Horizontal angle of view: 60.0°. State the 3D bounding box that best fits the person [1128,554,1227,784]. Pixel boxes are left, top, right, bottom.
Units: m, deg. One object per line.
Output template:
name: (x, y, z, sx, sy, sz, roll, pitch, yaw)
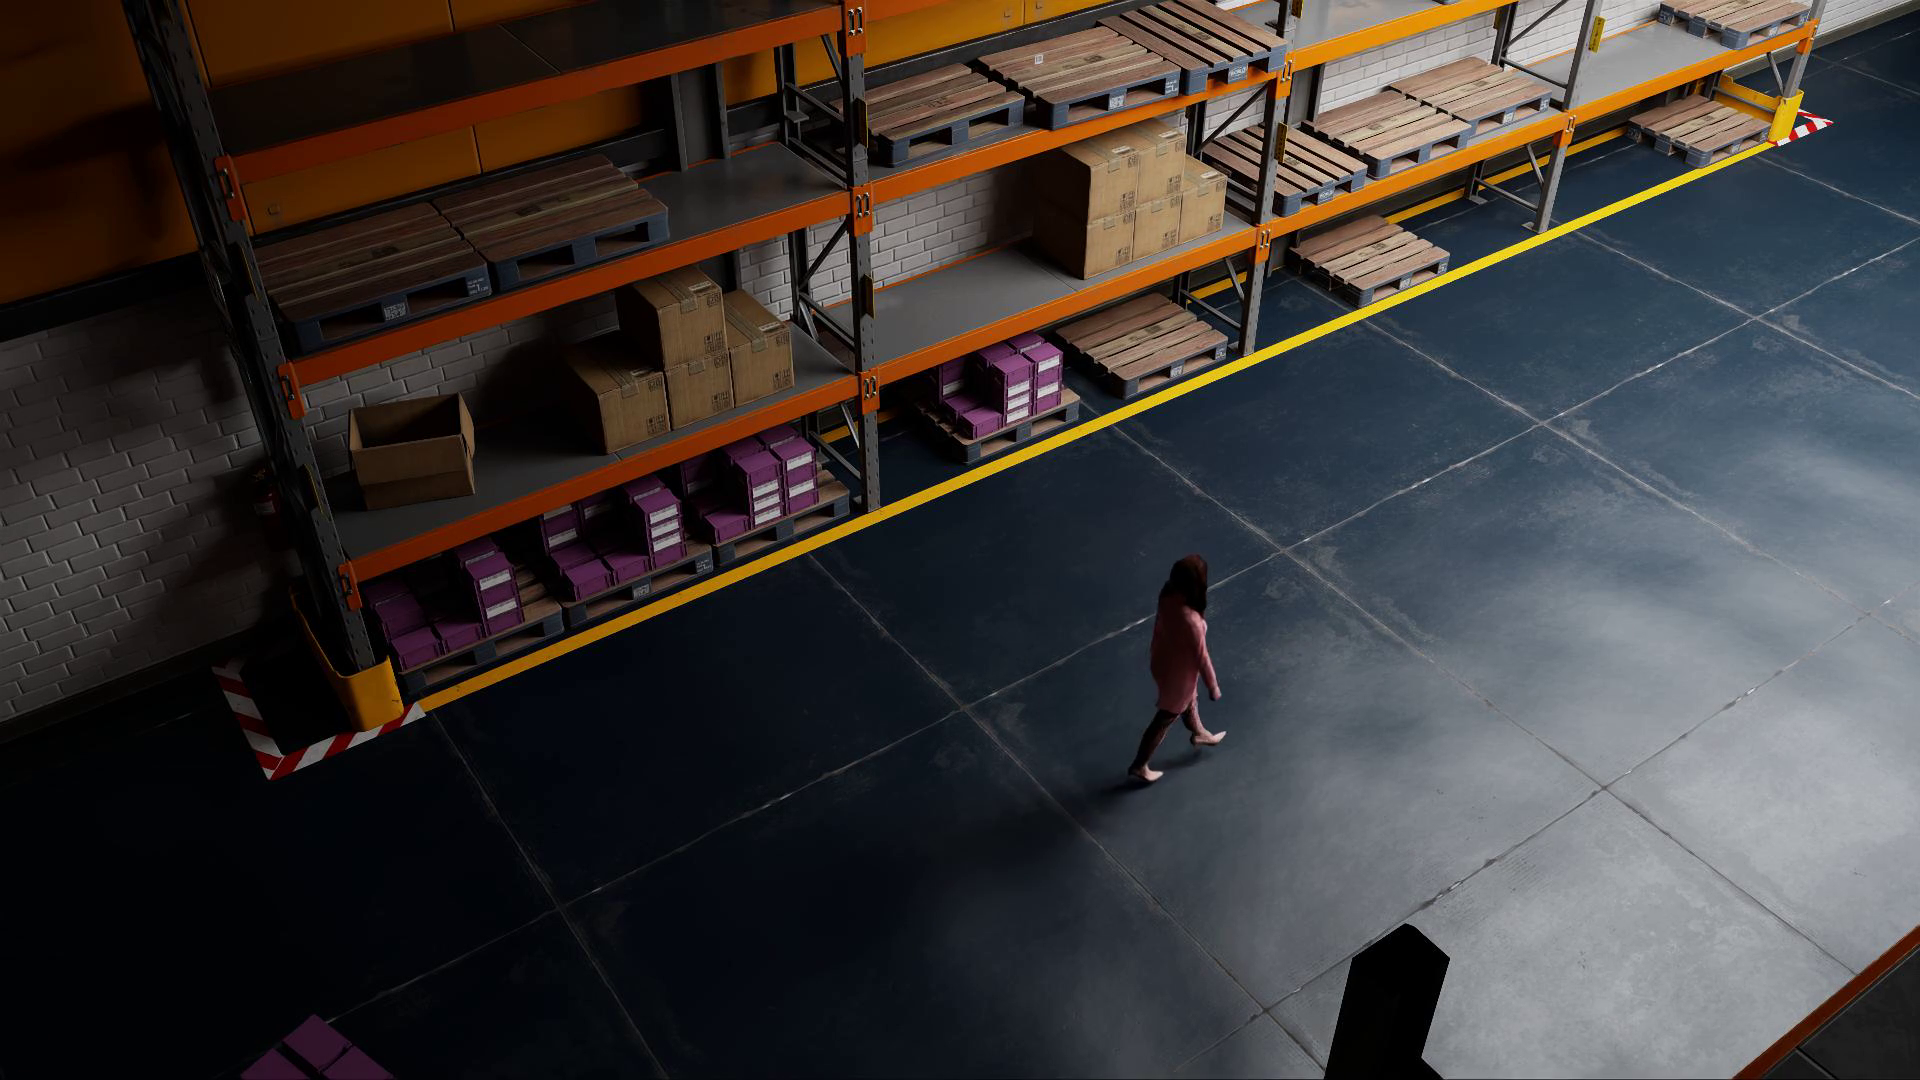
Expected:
person: (1.260, 0.870, 10.363, 1.058, 1.773, 0.792, -12, 40, -14)
